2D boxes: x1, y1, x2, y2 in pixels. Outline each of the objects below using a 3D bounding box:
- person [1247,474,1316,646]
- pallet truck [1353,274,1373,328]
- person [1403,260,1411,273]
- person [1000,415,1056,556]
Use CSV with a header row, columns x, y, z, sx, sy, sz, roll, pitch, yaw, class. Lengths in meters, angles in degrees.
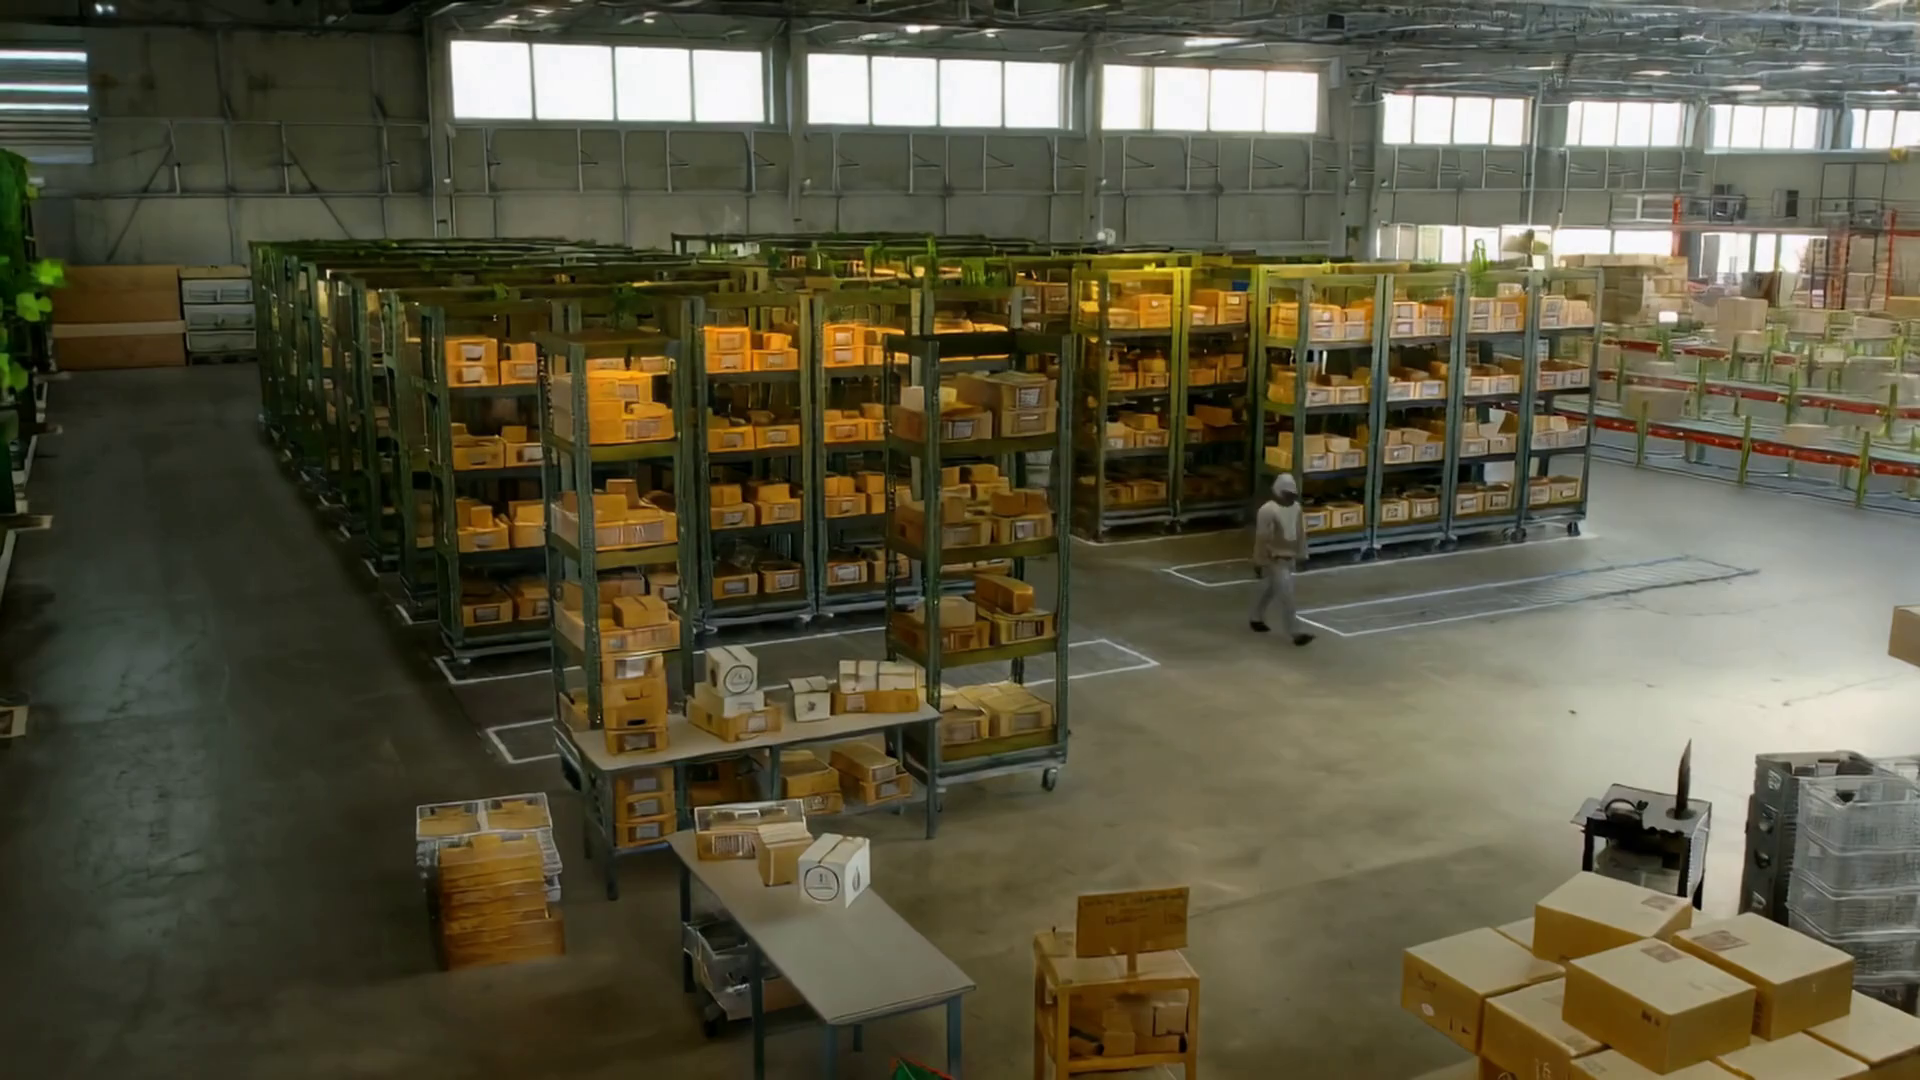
x,y,z,sx,sy,sz,roll,pitch,yaw,class
3.348,0.177,17.315,0.584,1.776,0.978,-10,16,-40,person
13.011,-8.050,55.243,0.823,1.965,1.885,-7,14,-28,pallet truck
16.602,-9.484,62.164,0.641,1.908,0.407,0,12,-1,person
0.899,-0.767,21.451,0.623,1.878,0.969,-10,15,-38,person
